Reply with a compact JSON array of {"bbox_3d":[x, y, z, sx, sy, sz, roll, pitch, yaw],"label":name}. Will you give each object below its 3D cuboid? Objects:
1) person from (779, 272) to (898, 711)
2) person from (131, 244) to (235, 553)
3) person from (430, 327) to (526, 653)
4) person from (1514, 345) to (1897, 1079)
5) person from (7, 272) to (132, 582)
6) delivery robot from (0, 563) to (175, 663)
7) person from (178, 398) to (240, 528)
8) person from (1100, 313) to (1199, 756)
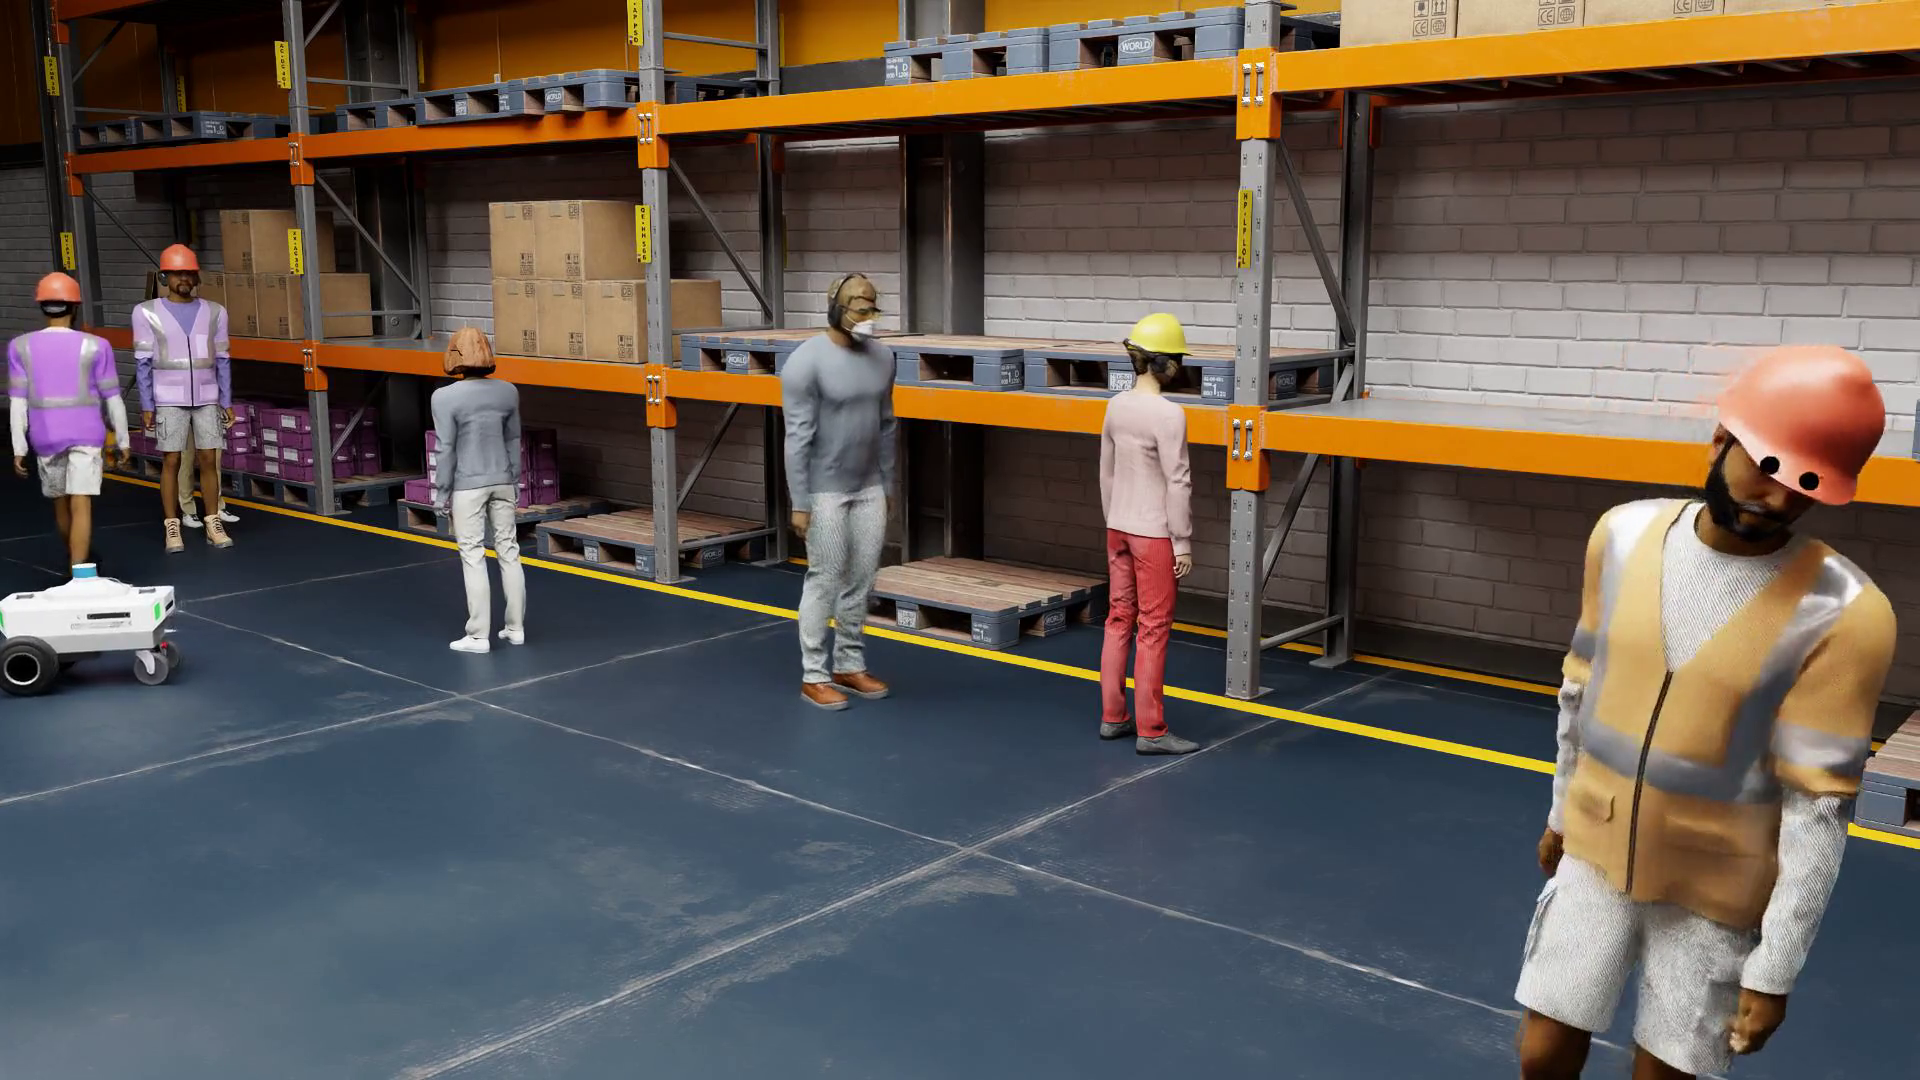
[{"bbox_3d":[-0.517,-0.207,7.312,0.419,1.918,0.642,9,14,43],"label":"person"},{"bbox_3d":[-5.163,-0.942,11.124,0.608,2.048,0.364,-8,13,-39],"label":"person"},{"bbox_3d":[-2.416,-0.249,8.353,0.283,1.633,0.501,8,13,39],"label":"person"},{"bbox_3d":[1.248,0.588,2.908,0.479,1.871,0.638,-8,13,-39],"label":"person"},{"bbox_3d":[-5.127,-0.574,9.620,0.575,1.836,1.020,-3,10,-14],"label":"person"},{"bbox_3d":[-4.050,0.353,7.735,0.707,0.478,0.477,-3,10,-14],"label":"delivery robot"},{"bbox_3d":[-5.538,-0.901,12.138,0.278,1.614,0.499,6,12,31],"label":"person"},{"bbox_3d":[0.768,-0.022,6.694,0.317,1.766,0.534,-5,11,-28],"label":"person"}]
